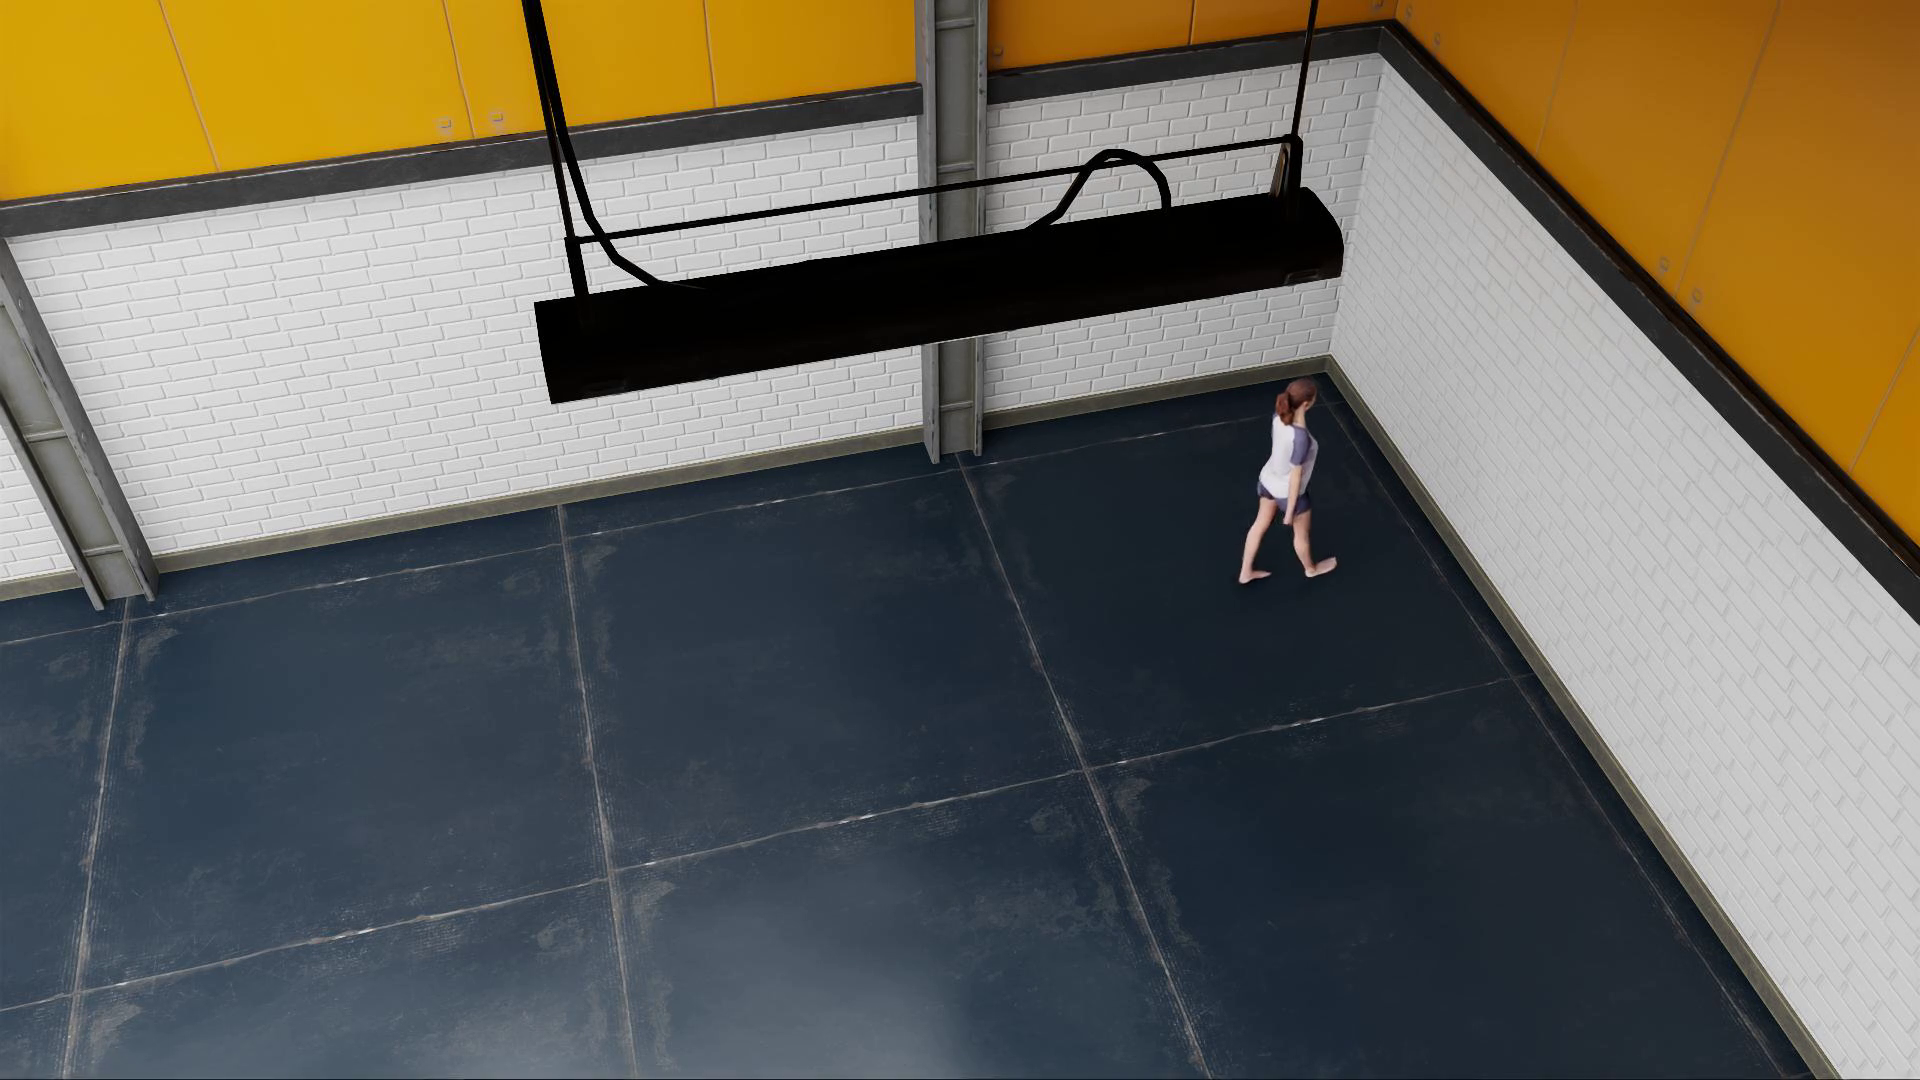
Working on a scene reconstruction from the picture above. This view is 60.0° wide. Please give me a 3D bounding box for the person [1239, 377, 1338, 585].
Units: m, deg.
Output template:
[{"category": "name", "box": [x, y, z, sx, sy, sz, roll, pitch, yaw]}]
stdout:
[{"category": "person", "box": [2.101, -0.340, 11.151, 0.951, 1.748, 0.684, -16, 46, -16]}]
